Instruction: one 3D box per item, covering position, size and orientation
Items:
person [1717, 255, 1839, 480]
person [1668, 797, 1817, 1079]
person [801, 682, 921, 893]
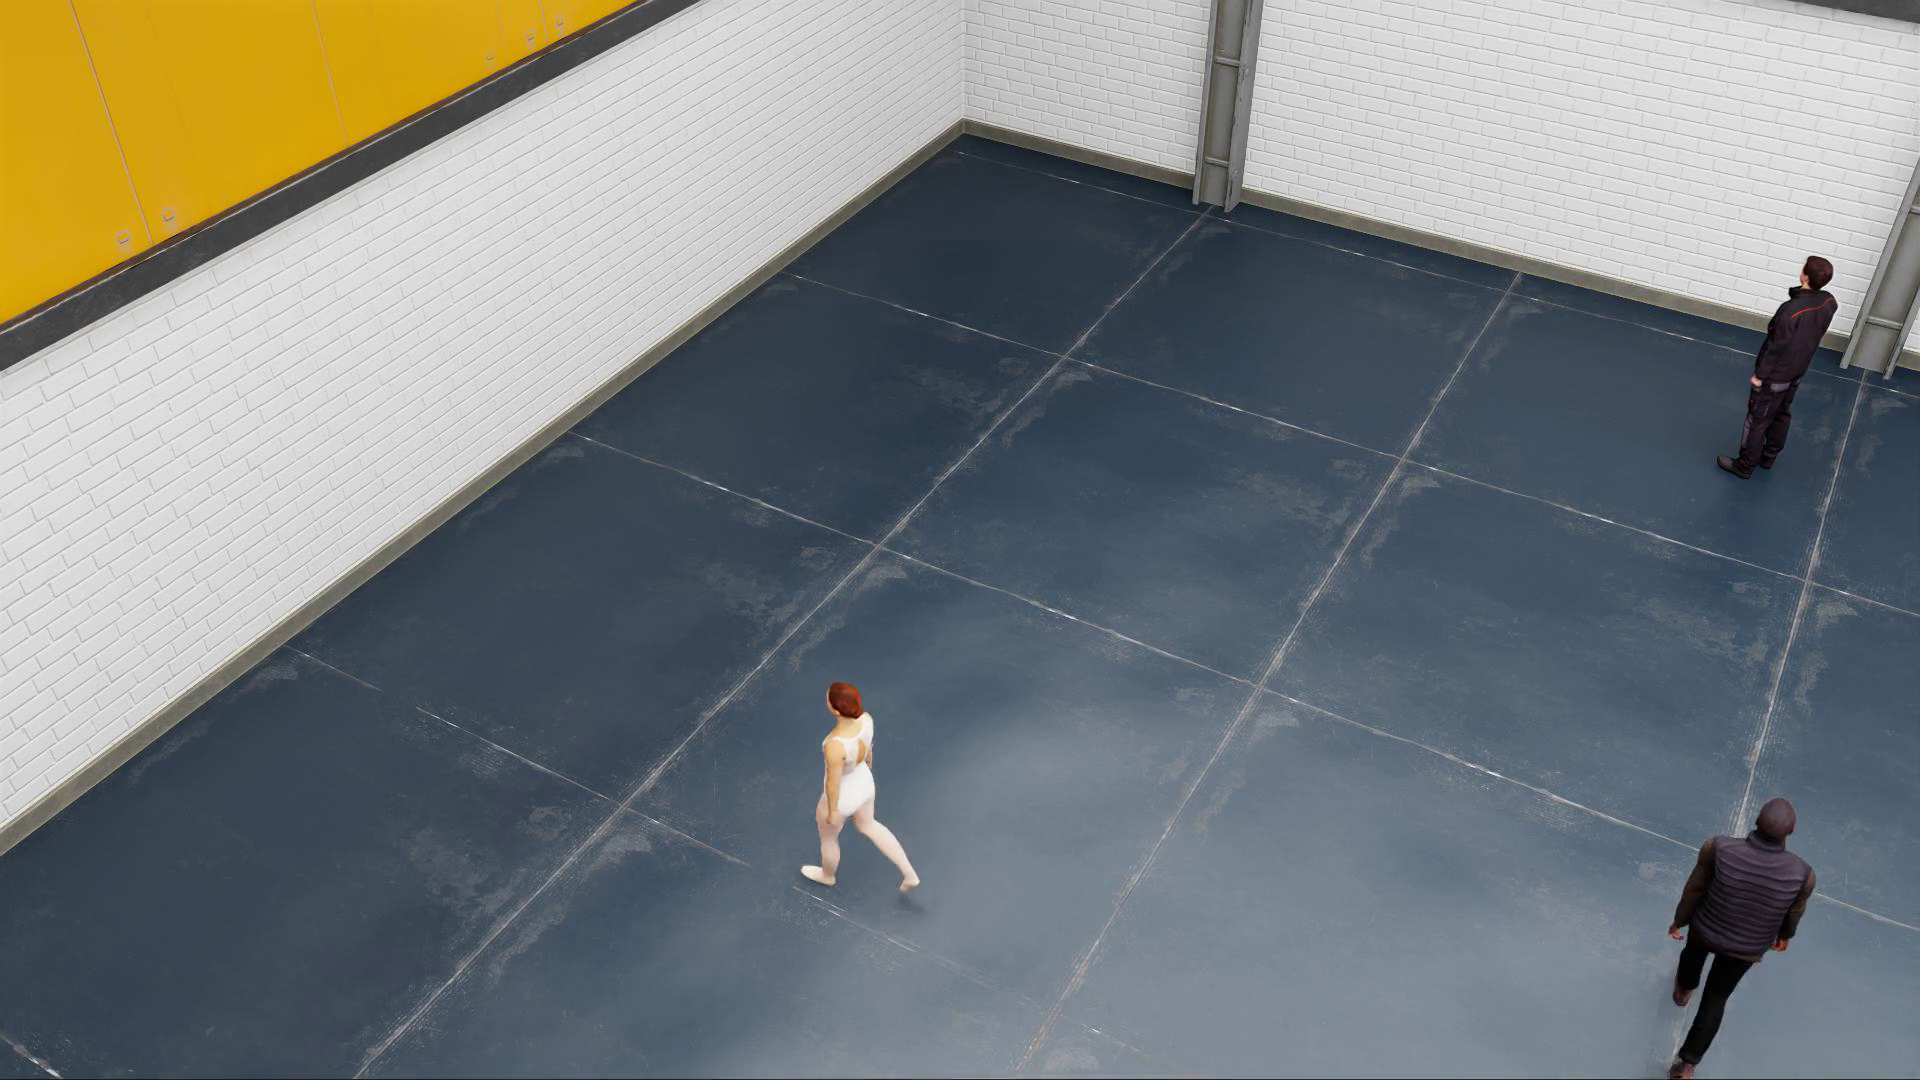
[{"bbox_3d":[6.173,-1.291,12.473,0.803,1.838,0.781,-19,42,-22],"label":"person"},{"bbox_3d":[3.839,2.043,8.334,1.127,1.795,0.811,18,42,21],"label":"person"},{"bbox_3d":[-0.555,1.431,9.238,0.946,1.623,0.573,21,43,24],"label":"person"}]
